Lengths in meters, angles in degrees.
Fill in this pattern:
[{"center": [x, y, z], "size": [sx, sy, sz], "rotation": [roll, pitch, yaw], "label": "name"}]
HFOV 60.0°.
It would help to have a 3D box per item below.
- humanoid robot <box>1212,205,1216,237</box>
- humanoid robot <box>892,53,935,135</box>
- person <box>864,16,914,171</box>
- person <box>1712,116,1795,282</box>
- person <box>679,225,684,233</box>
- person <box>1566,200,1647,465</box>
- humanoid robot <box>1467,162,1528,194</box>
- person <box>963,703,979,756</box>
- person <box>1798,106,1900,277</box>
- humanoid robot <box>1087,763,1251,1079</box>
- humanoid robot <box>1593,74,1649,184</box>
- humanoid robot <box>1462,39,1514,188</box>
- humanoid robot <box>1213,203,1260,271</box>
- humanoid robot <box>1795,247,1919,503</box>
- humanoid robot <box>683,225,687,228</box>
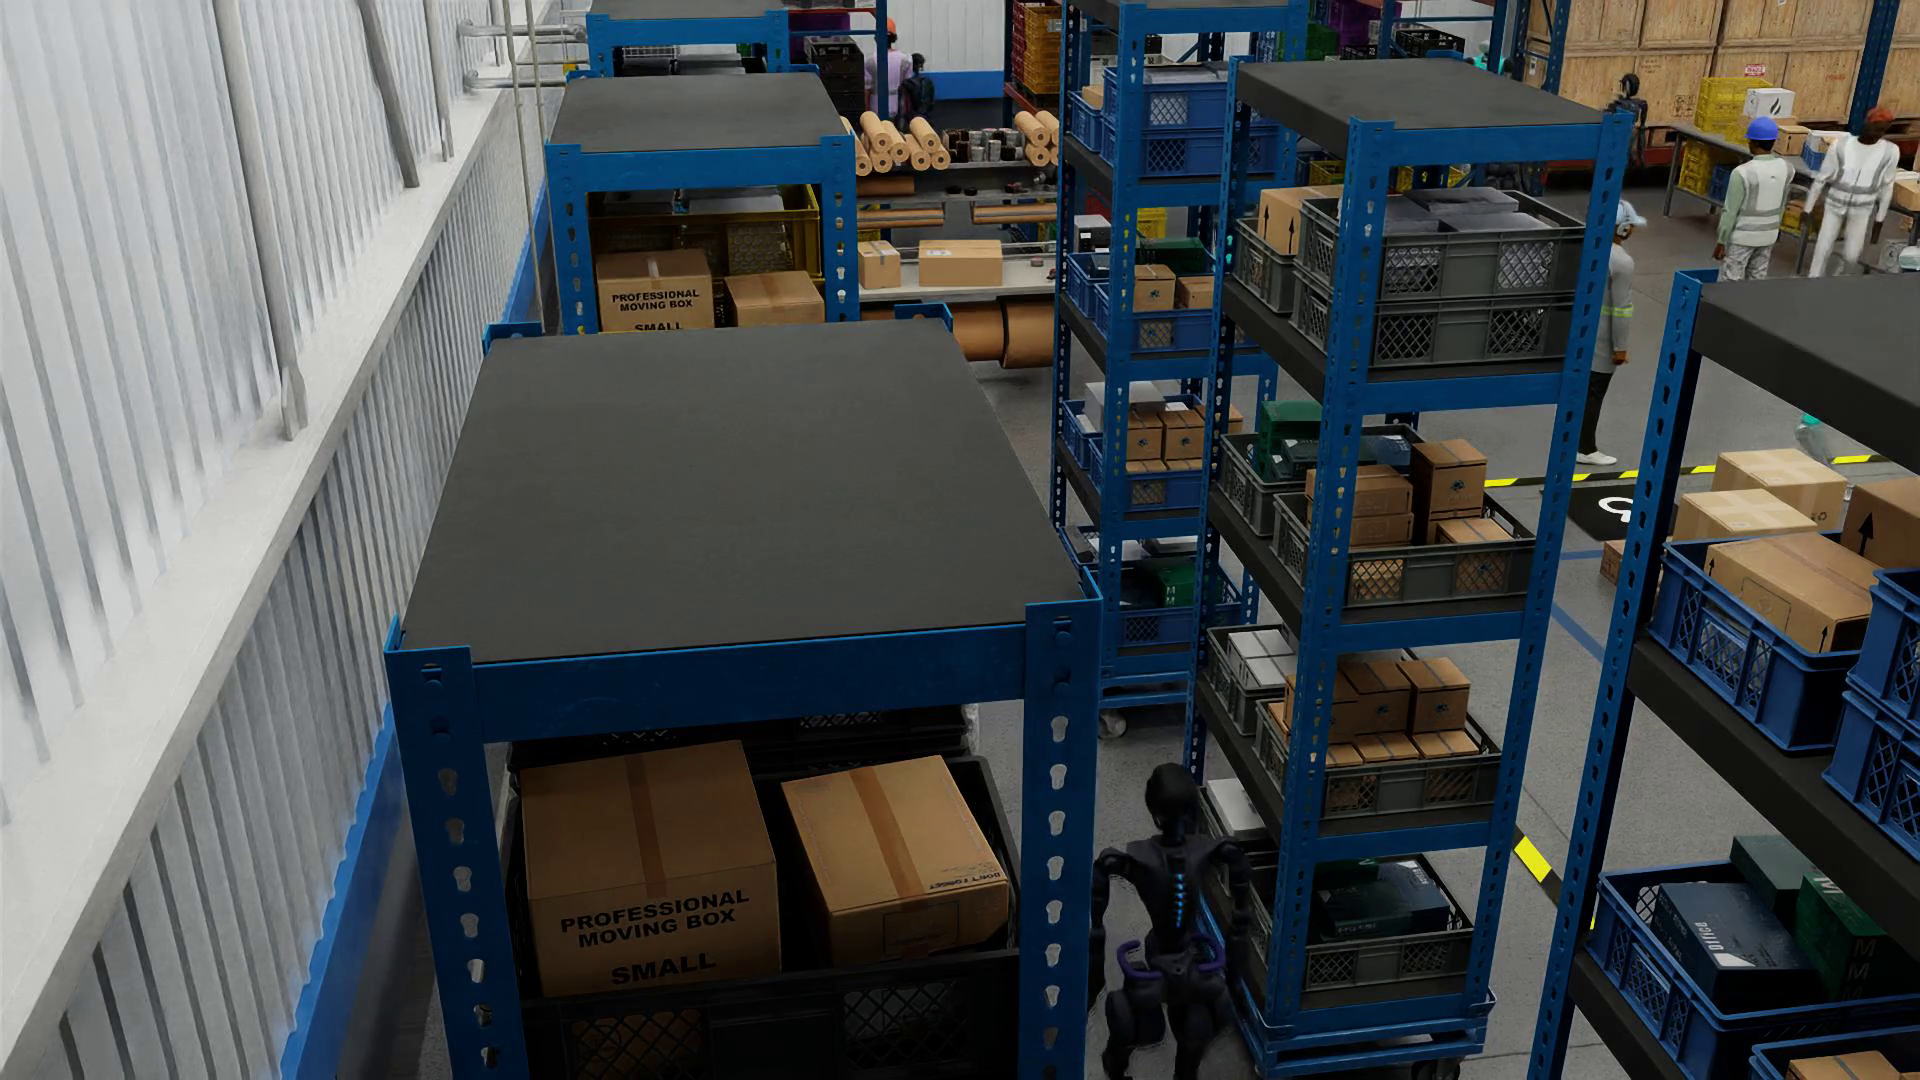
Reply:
[{"center": [2.758, -3.935, 17.208], "size": [0.548, 1.886, 0.777], "rotation": [1, 25, 2], "label": "humanoid robot"}, {"center": [-0.505, -4.618, 18.669], "size": [0.591, 1.634, 0.468], "rotation": [-19, 31, -36], "label": "humanoid robot"}, {"center": [-0.819, -4.789, 18.589], "size": [0.606, 2.043, 0.375], "rotation": [-7, 26, -14], "label": "person"}, {"center": [6.515, -2.512, 13.768], "size": [0.608, 1.937, 0.424], "rotation": [-8, 26, -16], "label": "person"}, {"center": [-3.012, -3.999, 16.962], "size": [0.612, 1.964, 0.361], "rotation": [0, 25, -1], "label": "person"}, {"center": [4.444, -1.433, 11.518], "size": [0.375, 1.853, 0.589], "rotation": [-6, 25, -12], "label": "person"}, {"center": [5.341, -3.621, 16.502], "size": [0.611, 1.639, 0.539], "rotation": [0, 25, 0], "label": "humanoid robot"}, {"center": [-0.120, 0.451, 7.436], "size": [0.429, 1.844, 0.626], "rotation": [18, 30, 33], "label": "person"}, {"center": [7.815, -2.909, 14.720], "size": [0.692, 1.862, 0.419], "rotation": [13, 28, 26], "label": "person"}, {"center": [0.673, 1.453, 5.444], "size": [0.596, 1.649, 0.332], "rotation": [-4, 25, -9], "label": "humanoid robot"}, {"center": [6.922, -4.019, 17.363], "size": [0.589, 1.642, 0.599], "rotation": [-8, 26, -17], "label": "humanoid robot"}, {"center": [5.846, -4.629, 18.704], "size": [0.552, 1.857, 0.815], "rotation": [9, 26, 20], "label": "humanoid robot"}, {"center": [2.226, -2.514, 14.090], "size": [0.577, 1.812, 0.941], "rotation": [22, 33, 39], "label": "humanoid robot"}, {"center": [5.773, -1.035, 10.819], "size": [0.784, 1.806, 0.542], "rotation": [14, 28, 29], "label": "humanoid robot"}, {"center": [-2.186, -2.974, 14.899], "size": [0.720, 1.711, 0.532], "rotation": [16, 29, 31], "label": "humanoid robot"}]
